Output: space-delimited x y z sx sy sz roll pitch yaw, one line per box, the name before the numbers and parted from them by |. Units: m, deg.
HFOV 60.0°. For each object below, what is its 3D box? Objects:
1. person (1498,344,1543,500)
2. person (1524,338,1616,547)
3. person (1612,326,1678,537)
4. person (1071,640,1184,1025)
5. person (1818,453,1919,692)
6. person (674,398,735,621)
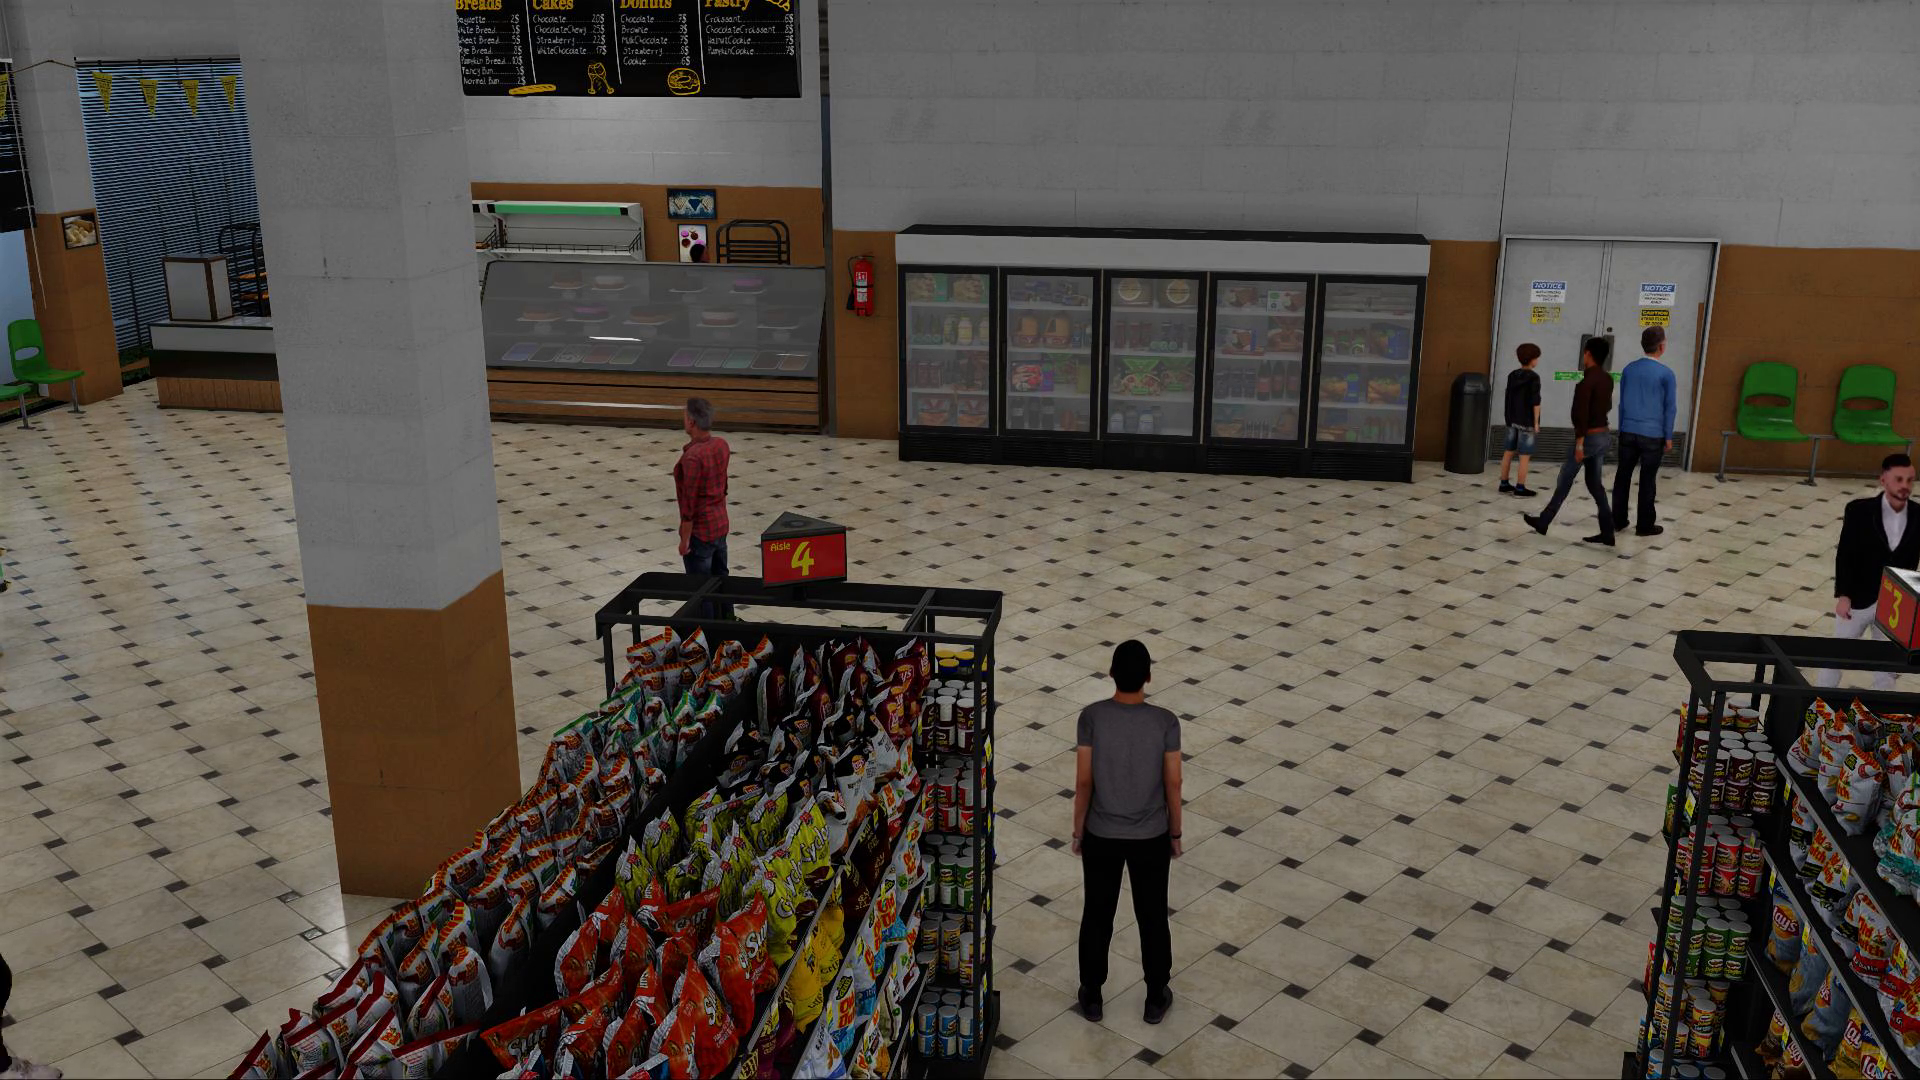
person | 5.255 -1.124 15.569 0.682 1.448 0.613 -10 20 -30
person | 5.367 -0.775 13.952 1.153 1.720 1.141 16 23 42
person | 5.898 -0.948 14.350 0.782 1.820 0.743 -14 22 -39
person | 0.718 1.259 7.193 0.635 1.754 0.543 2 17 6
person | 5.479 0.358 10.106 0.716 1.786 1.209 2 17 7
person | -1.757 -0.083 11.483 0.793 1.831 0.573 7 18 22
